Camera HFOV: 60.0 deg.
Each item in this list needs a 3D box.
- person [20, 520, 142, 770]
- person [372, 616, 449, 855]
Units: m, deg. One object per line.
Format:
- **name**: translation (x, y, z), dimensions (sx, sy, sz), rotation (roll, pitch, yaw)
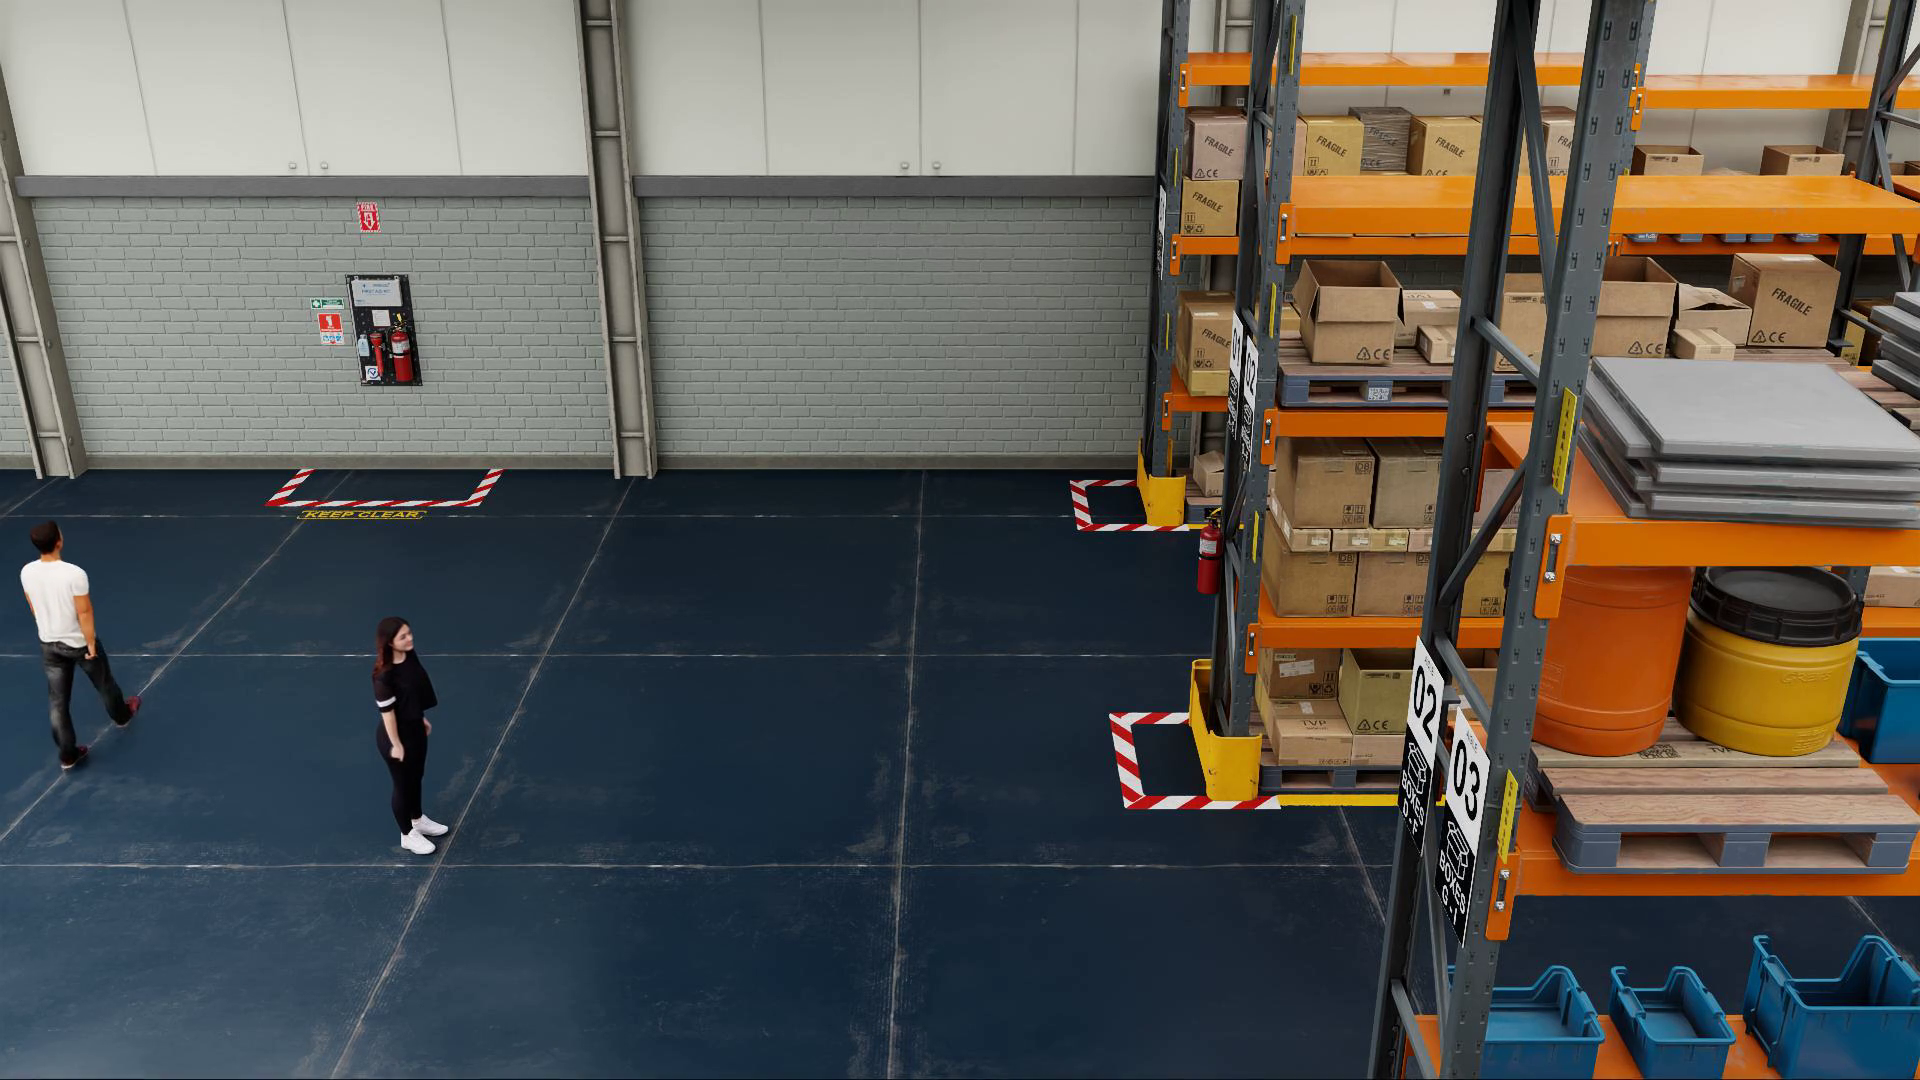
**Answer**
- **person**: translation (-6.329, 0.765, 11.689), dimensions (0.992, 1.767, 0.708), rotation (-1, 23, -2)
- **person**: translation (-3.588, 1.237, 10.743), dimensions (0.632, 1.638, 0.641), rotation (4, 23, 9)
